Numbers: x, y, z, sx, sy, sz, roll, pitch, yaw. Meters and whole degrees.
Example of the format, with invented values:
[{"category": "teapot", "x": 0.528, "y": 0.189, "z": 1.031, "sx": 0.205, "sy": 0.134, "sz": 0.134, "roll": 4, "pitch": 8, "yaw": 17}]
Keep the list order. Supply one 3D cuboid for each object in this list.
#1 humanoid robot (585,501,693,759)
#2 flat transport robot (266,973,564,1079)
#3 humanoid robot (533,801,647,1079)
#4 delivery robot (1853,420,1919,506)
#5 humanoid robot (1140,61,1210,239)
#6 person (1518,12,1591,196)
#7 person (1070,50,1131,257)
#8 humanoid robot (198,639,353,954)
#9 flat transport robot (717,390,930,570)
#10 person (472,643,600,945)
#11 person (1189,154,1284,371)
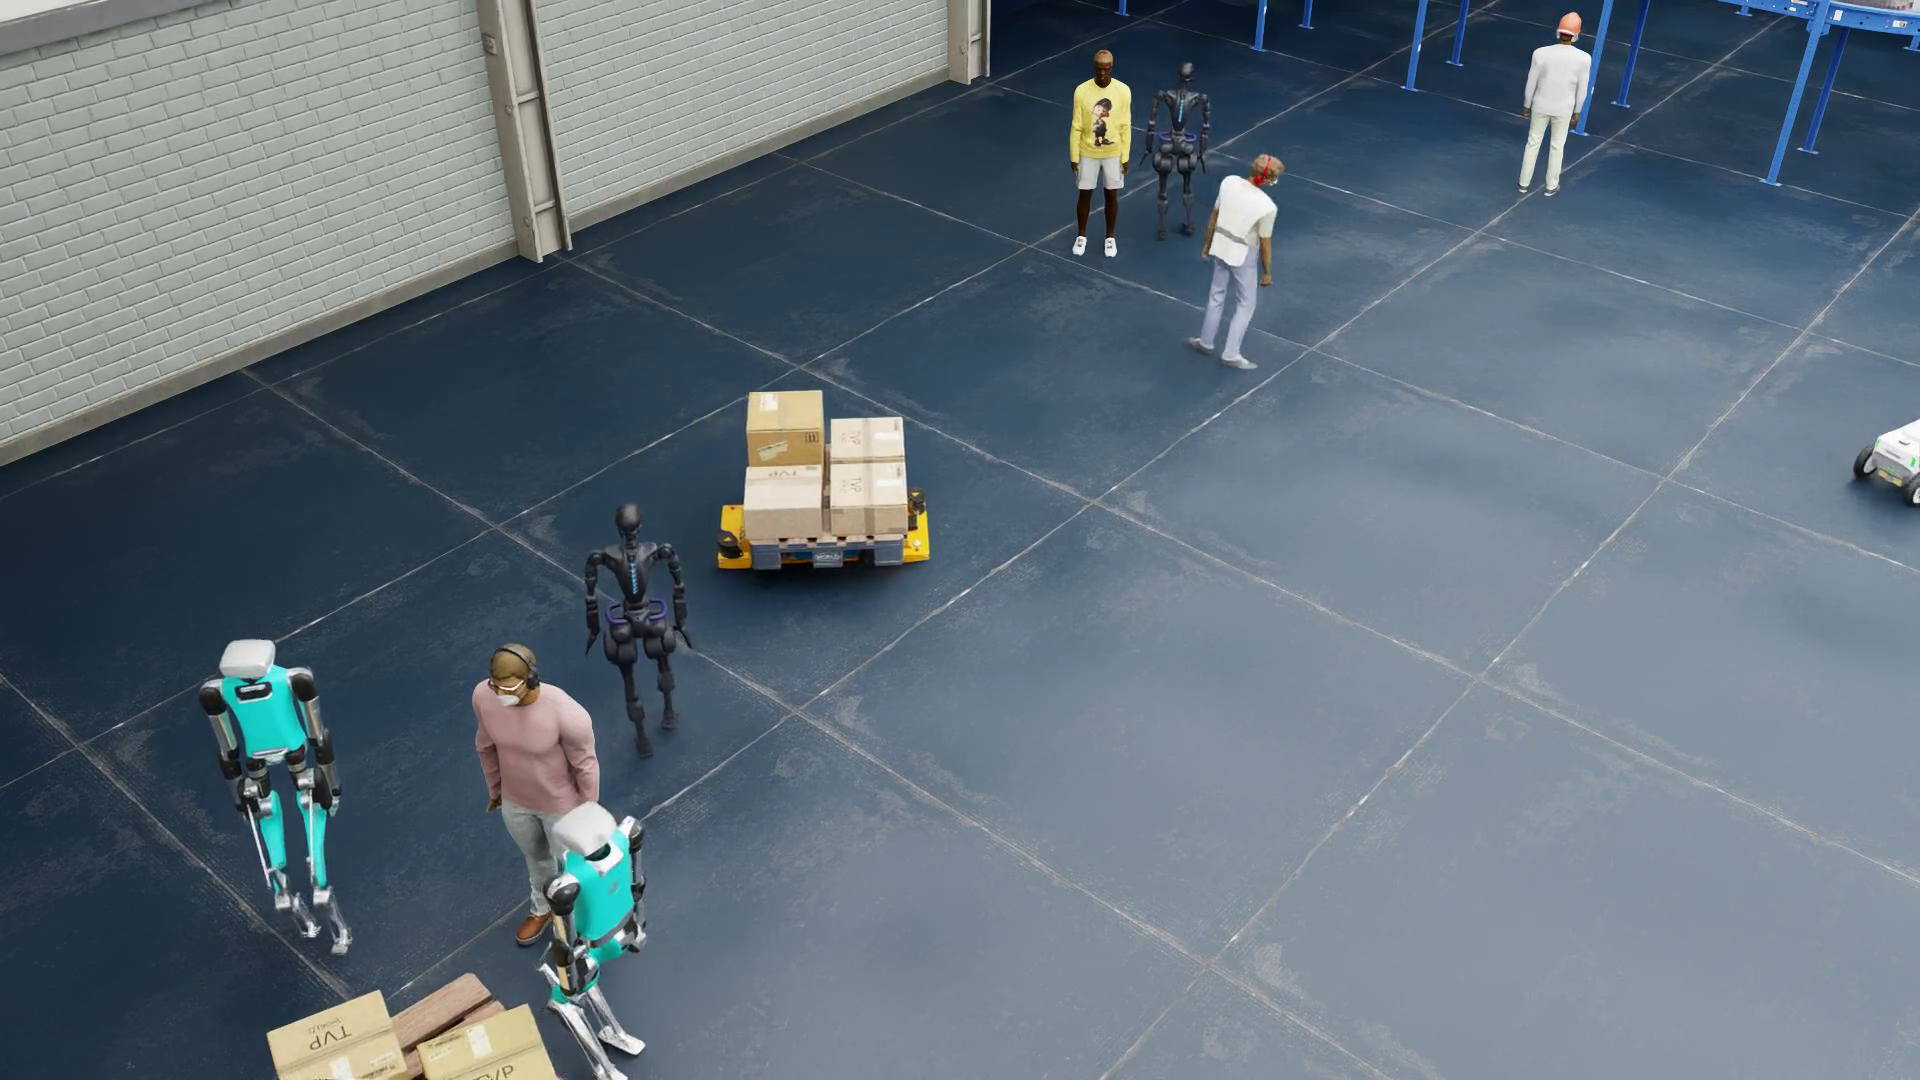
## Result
[{"category": "humanoid robot", "x": -1.849, "y": 0.507, "z": 9.466, "sx": 0.607, "sy": 1.651, "sz": 0.421, "roll": -8, "pitch": 36, "yaw": -12}, {"category": "flat transport robot", "x": -2.420, "y": 2.770, "z": 7.498, "sx": 0.659, "sy": 0.231, "sz": 1.431, "roll": -28, "pitch": 44, "yaw": -33}, {"category": "humanoid robot", "x": -1.752, "y": 1.806, "z": 7.566, "sx": 0.728, "sy": 1.769, "sz": 0.544, "roll": 21, "pitch": 41, "yaw": 27}, {"category": "delivery robot", "x": 6.922, "y": -0.624, "z": 12.030, "sx": 0.781, "sy": 0.609, "sz": 0.508, "roll": -18, "pitch": 39, "yaw": -23}, {"category": "humanoid robot", "x": 1.957, "y": -3.560, "z": 15.171, "sx": 0.611, "sy": 1.654, "sz": 0.399, "roll": 2, "pitch": 36, "yaw": 3}, {"category": "person", "x": 5.702, "y": -4.183, "z": 15.979, "sx": 0.560, "sy": 1.752, "sz": 0.327, "roll": 15, "pitch": 38, "yaw": 20}, {"category": "person", "x": 1.243, "y": -3.443, "z": 14.829, "sx": 0.538, "sy": 1.893, "sz": 0.375, "roll": 1, "pitch": 35, "yaw": 2}, {"category": "humanoid robot", "x": -3.326, "y": 1.380, "z": 8.195, "sx": 0.535, "sy": 1.795, "sz": 0.738, "roll": -8, "pitch": 36, "yaw": -11}, {"category": "flat transport robot", "x": -0.940, "y": -0.085, "z": 11.506, "sx": 1.431, "sy": 0.231, "sz": 0.659, "roll": -2, "pitch": 36, "yaw": -3}, {"category": "person", "x": -2.054, "y": 1.270, "z": 8.166, "sx": 0.634, "sy": 1.937, "sz": 0.360, "roll": 12, "pitch": 37, "yaw": 16}, {"category": "person", "x": 2.152, "y": -2.237, "z": 13.209, "sx": 0.392, "sy": 1.808, "sz": 0.731, "roll": -26, "pitch": 43, "yaw": -31}]
